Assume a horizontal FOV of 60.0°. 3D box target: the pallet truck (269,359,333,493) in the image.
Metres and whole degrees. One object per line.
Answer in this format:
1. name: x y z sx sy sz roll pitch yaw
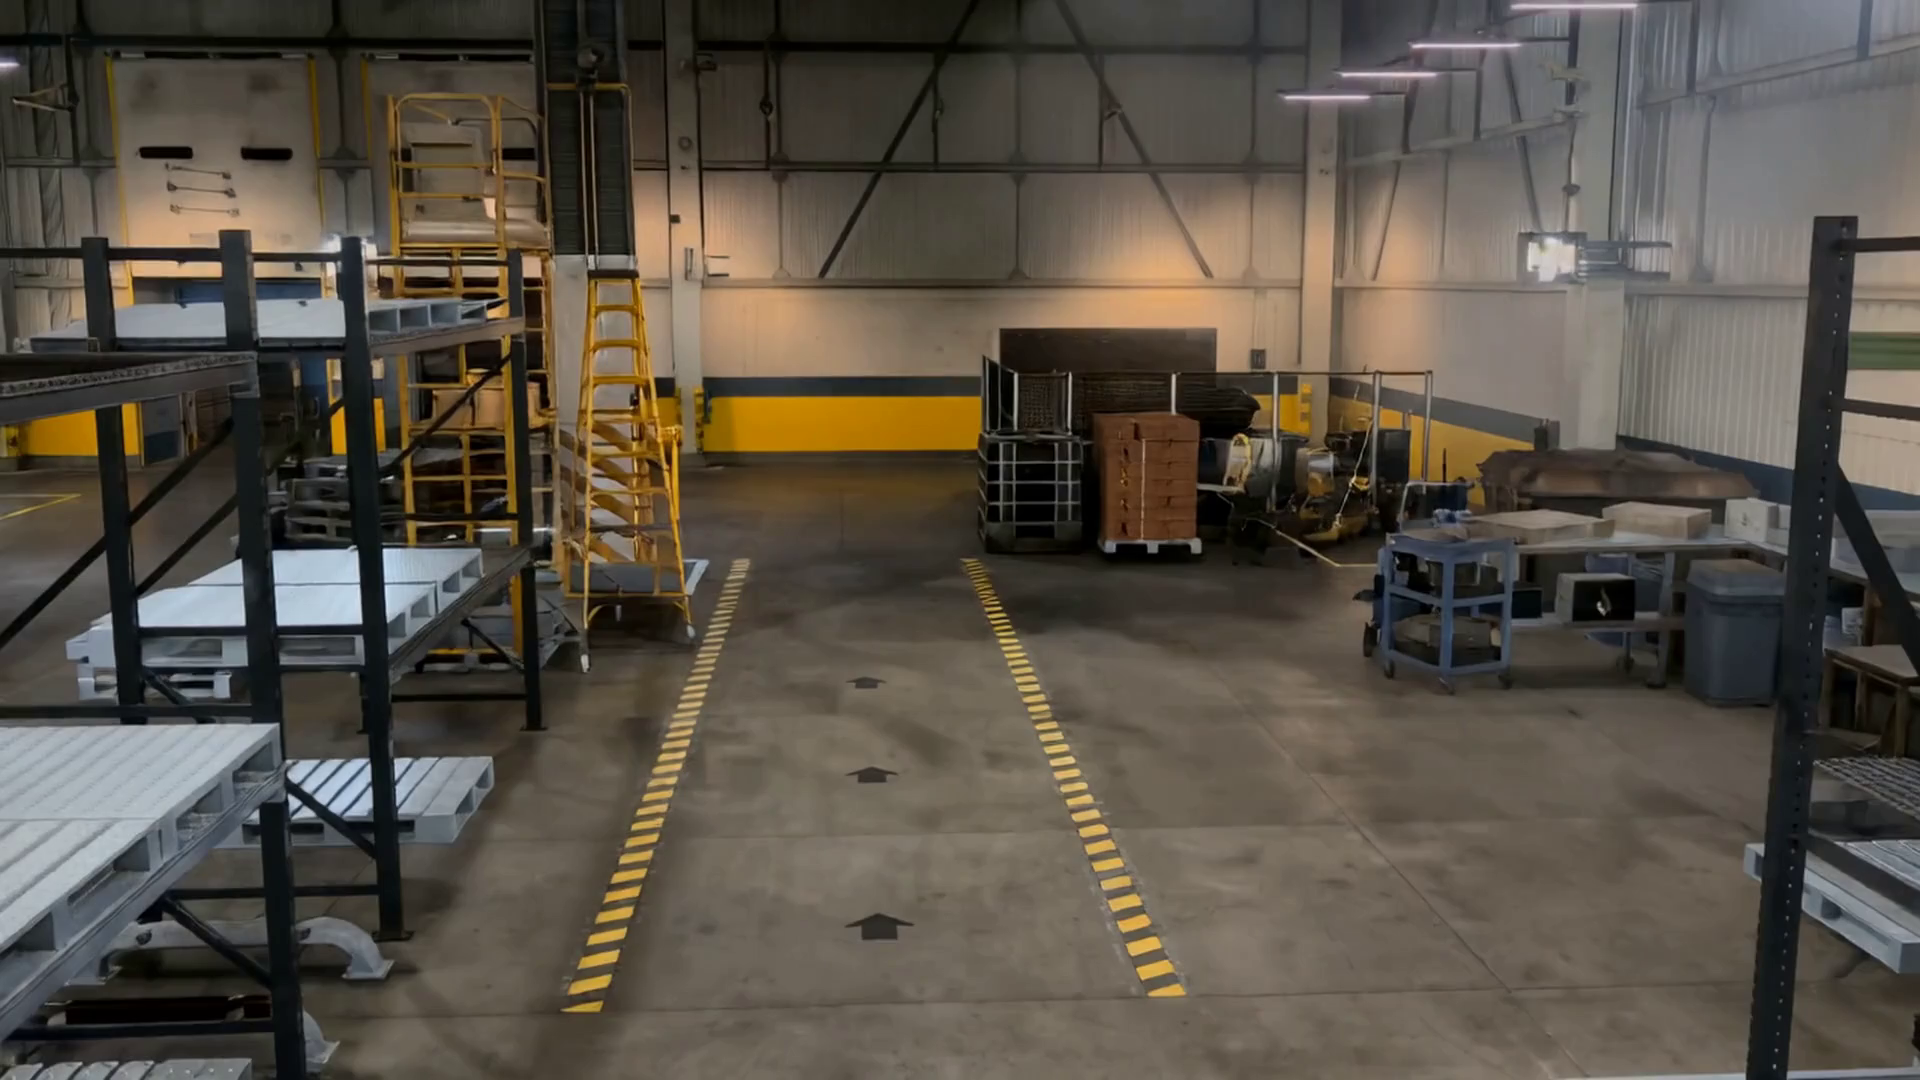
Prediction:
1. pallet truck: -7.062 -1.131 18.996 1.885 1.965 0.823 2 9 13
